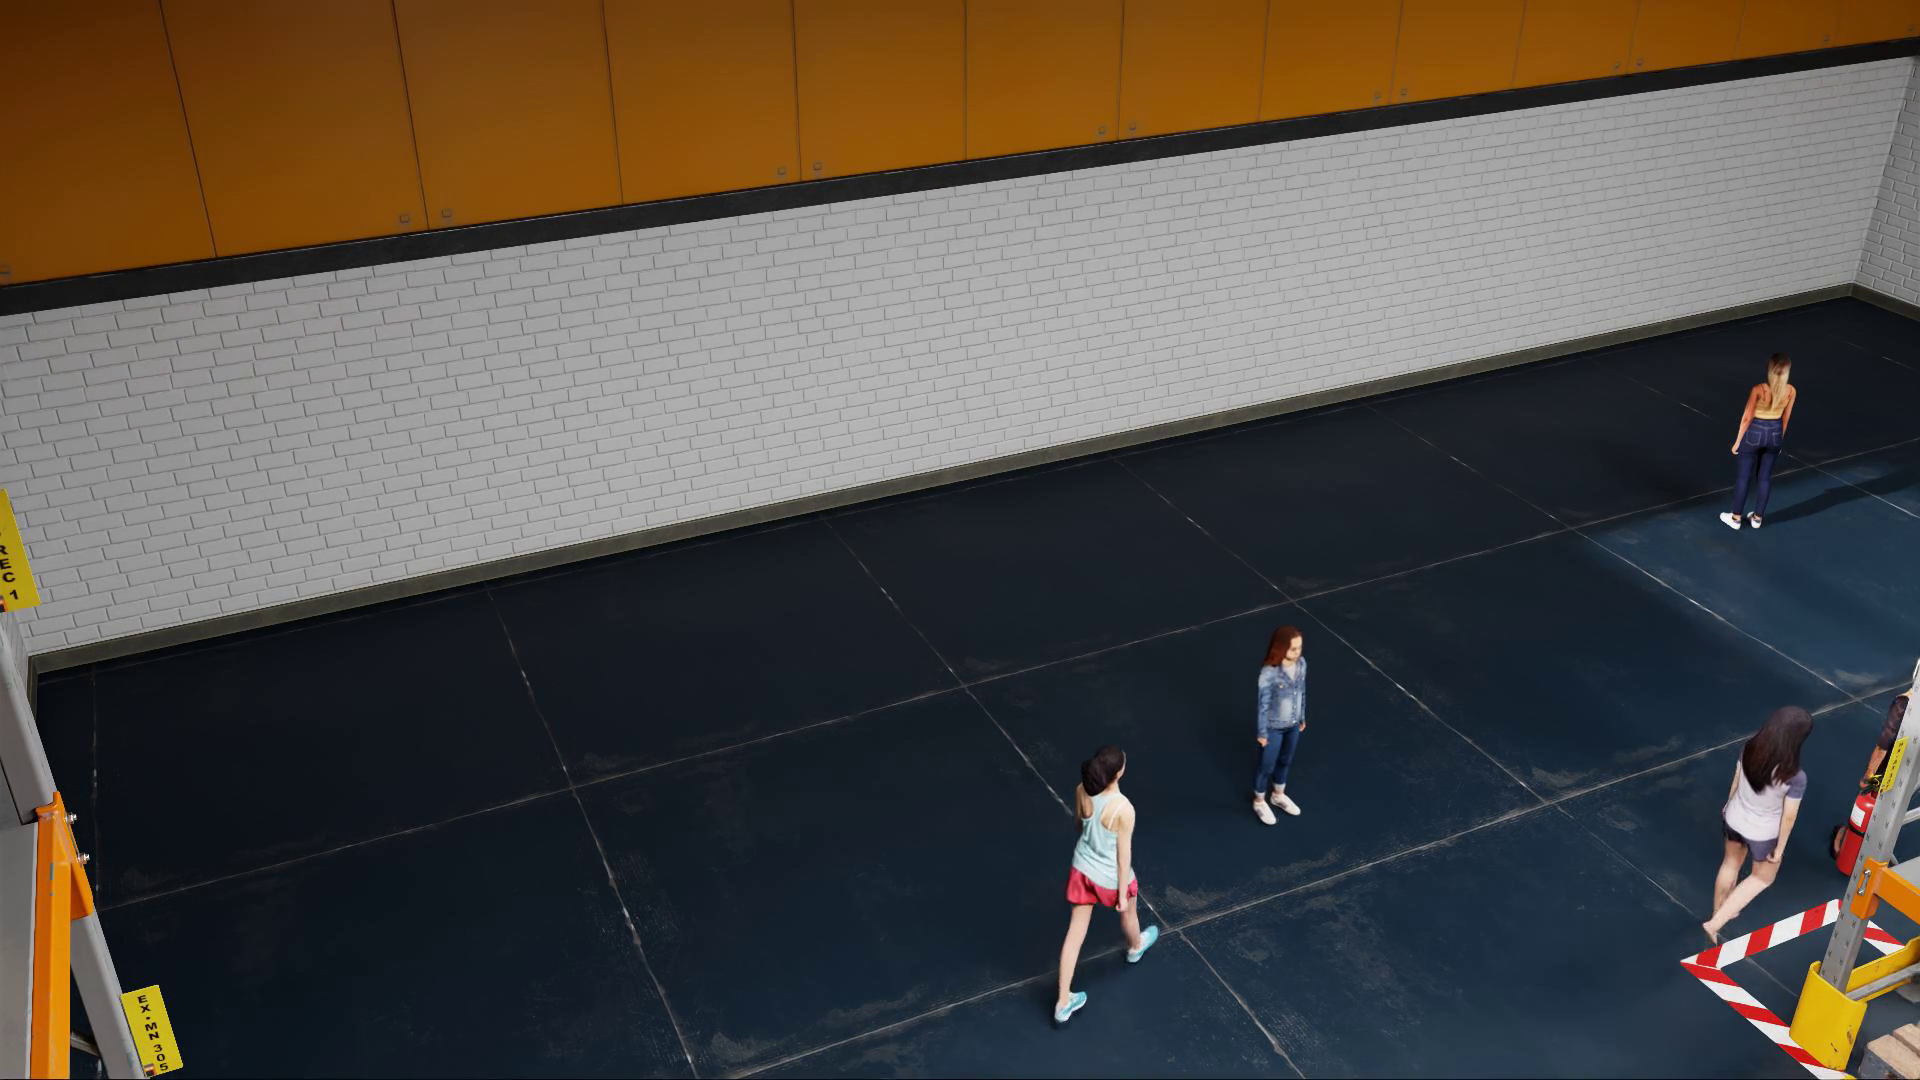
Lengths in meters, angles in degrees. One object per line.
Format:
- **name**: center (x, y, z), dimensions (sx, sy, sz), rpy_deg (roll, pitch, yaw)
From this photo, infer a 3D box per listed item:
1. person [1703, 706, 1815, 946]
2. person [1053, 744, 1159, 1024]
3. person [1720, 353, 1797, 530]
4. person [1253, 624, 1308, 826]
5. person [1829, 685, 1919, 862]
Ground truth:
- **person**: center (4.628, 1.706, 9.782), dimensions (0.732, 1.687, 0.758), rpy_deg (-18, 33, -29)
- **person**: center (0.737, 1.940, 9.325), dimensions (1.197, 1.715, 1.005), rpy_deg (23, 36, 35)
- **person**: center (7.012, -0.867, 14.562), dimensions (0.643, 1.627, 0.634), rpy_deg (0, 29, 0)
- **person**: center (2.096, 1.190, 10.949), dimensions (0.605, 1.476, 0.570), rpy_deg (-19, 34, -31)
- **person**: center (5.794, 1.407, 10.358), dimensions (0.633, 1.661, 0.675), rpy_deg (-6, 29, -11)
